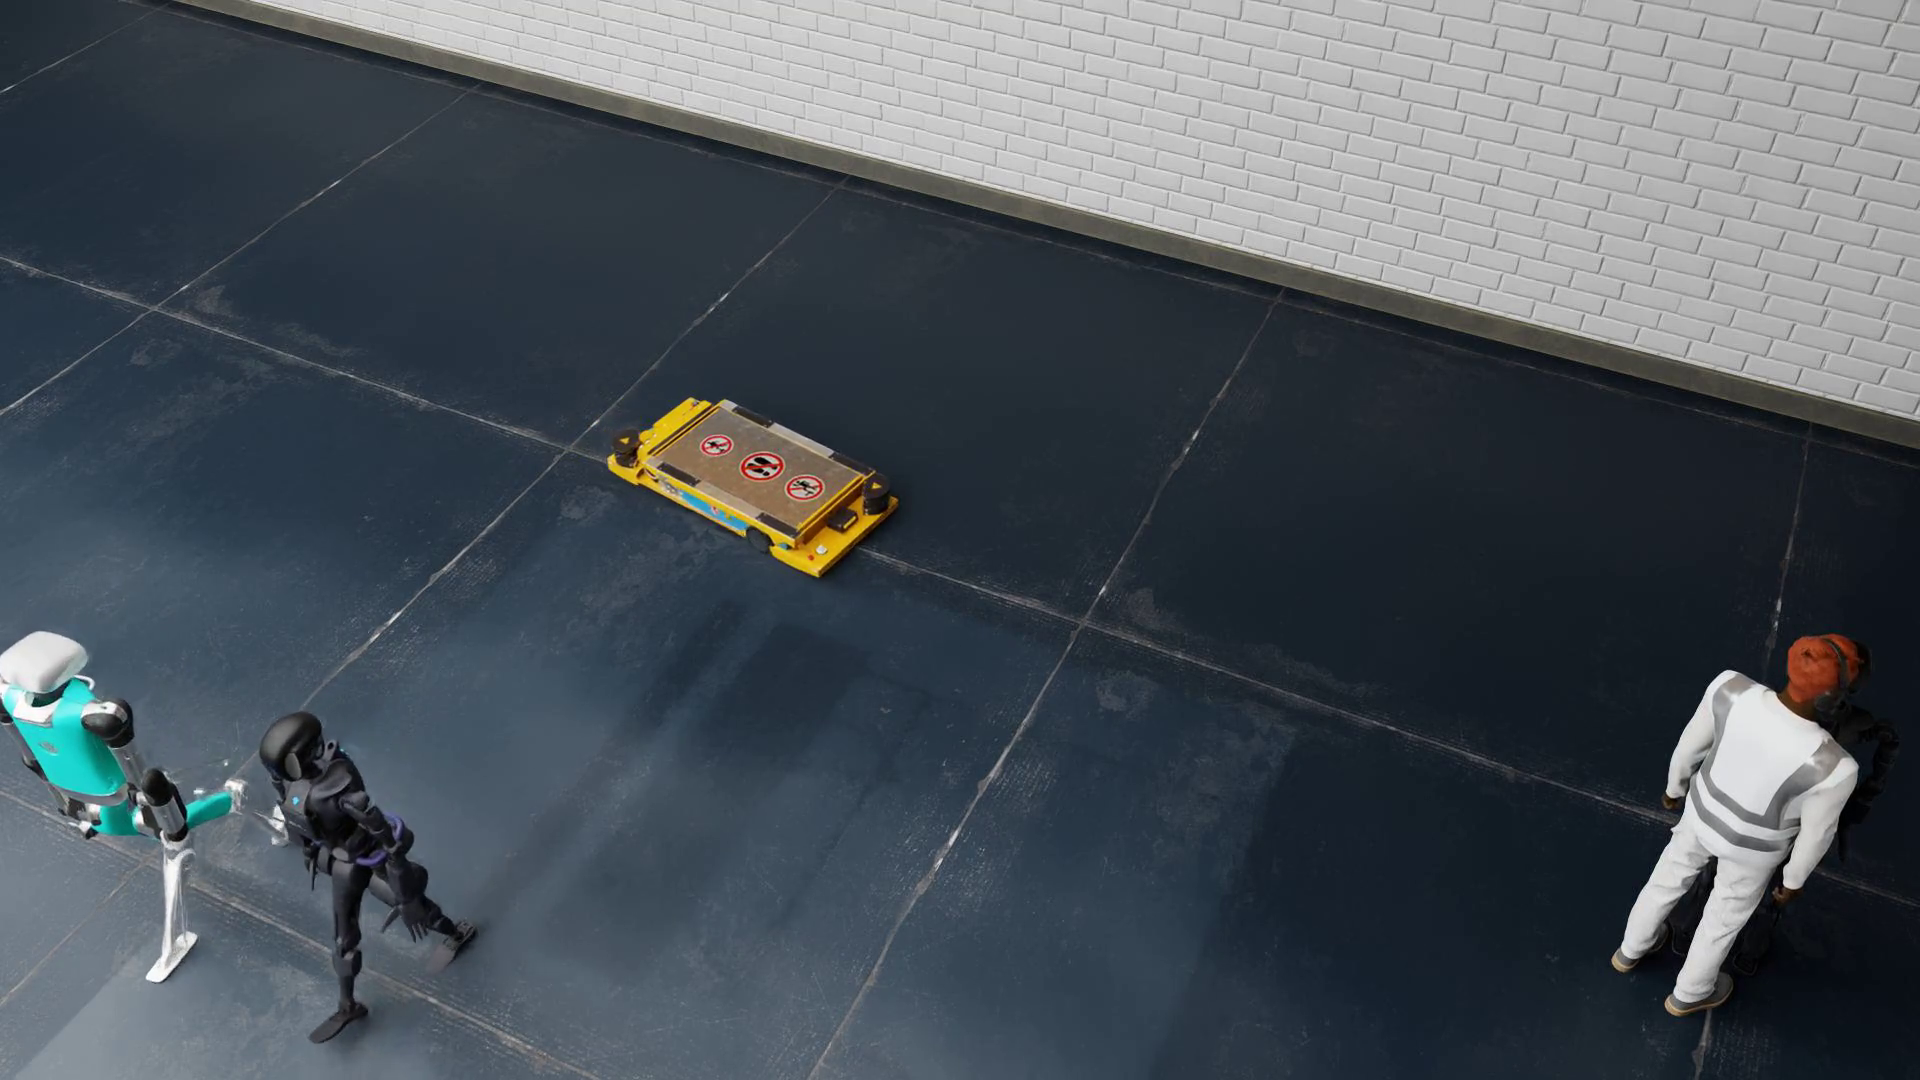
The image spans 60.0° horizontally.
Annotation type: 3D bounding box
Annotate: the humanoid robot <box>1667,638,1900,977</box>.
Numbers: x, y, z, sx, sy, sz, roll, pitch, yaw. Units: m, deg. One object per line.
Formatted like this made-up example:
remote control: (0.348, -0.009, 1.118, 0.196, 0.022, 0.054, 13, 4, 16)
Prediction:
humanoid robot: (3.011, 0.988, 6.141, 0.599, 1.659, 0.315, 18, 46, 19)

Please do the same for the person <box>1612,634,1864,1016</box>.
person: (2.782, 1.031, 5.955, 0.341, 1.881, 0.584, -25, 48, -25)

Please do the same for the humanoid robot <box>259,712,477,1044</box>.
humanoid robot: (-2.164, 1.188, 5.960, 0.586, 1.629, 0.748, 19, 46, 19)

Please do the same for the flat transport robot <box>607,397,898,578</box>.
flat transport robot: (-1.084, -0.323, 8.604, 1.431, 0.231, 0.659, 26, 49, 25)

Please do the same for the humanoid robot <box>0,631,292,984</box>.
humanoid robot: (-3.002, 0.835, 6.310, 0.543, 1.804, 0.921, 10, 44, 10)
